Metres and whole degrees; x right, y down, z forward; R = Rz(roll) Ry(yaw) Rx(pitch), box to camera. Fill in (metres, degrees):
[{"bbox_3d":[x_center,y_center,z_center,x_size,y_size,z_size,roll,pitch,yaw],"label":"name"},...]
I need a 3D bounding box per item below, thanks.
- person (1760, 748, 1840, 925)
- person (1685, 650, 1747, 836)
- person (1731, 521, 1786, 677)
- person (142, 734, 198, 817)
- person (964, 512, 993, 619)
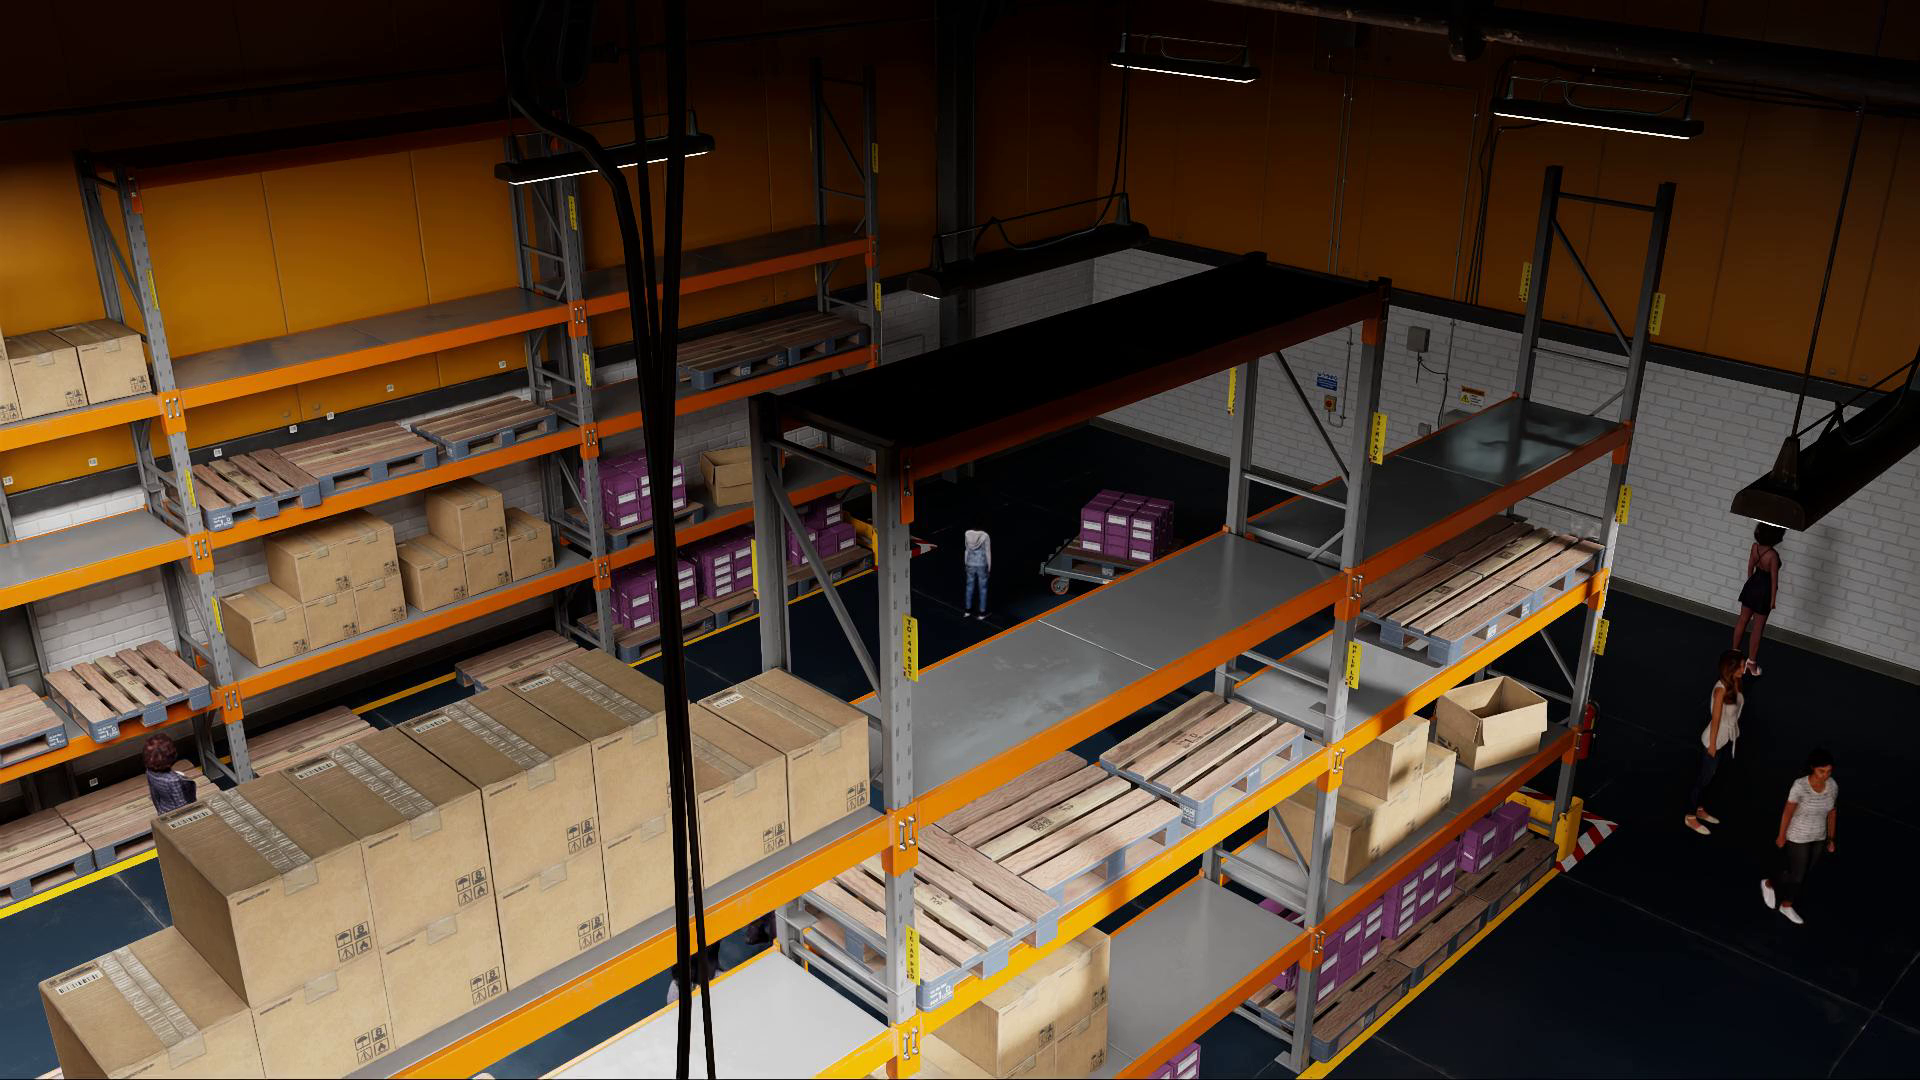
[{"bbox_3d":[6.951,2.415,13.813,0.726,1.630,0.790,-7,24,-15],"label":"person"},{"bbox_3d":[6.843,1.797,15.035,0.452,1.785,0.658,-21,31,-40],"label":"person"},{"bbox_3d":[8.539,0.590,17.792,0.665,1.786,0.638,-7,25,-16],"label":"person"},{"bbox_3d":[-6.495,2.375,13.813,0.652,1.702,0.605,15,28,31],"label":"person"},{"bbox_3d":[0.199,0.280,19.163,0.542,1.256,0.560,11,26,24],"label":"person"}]
